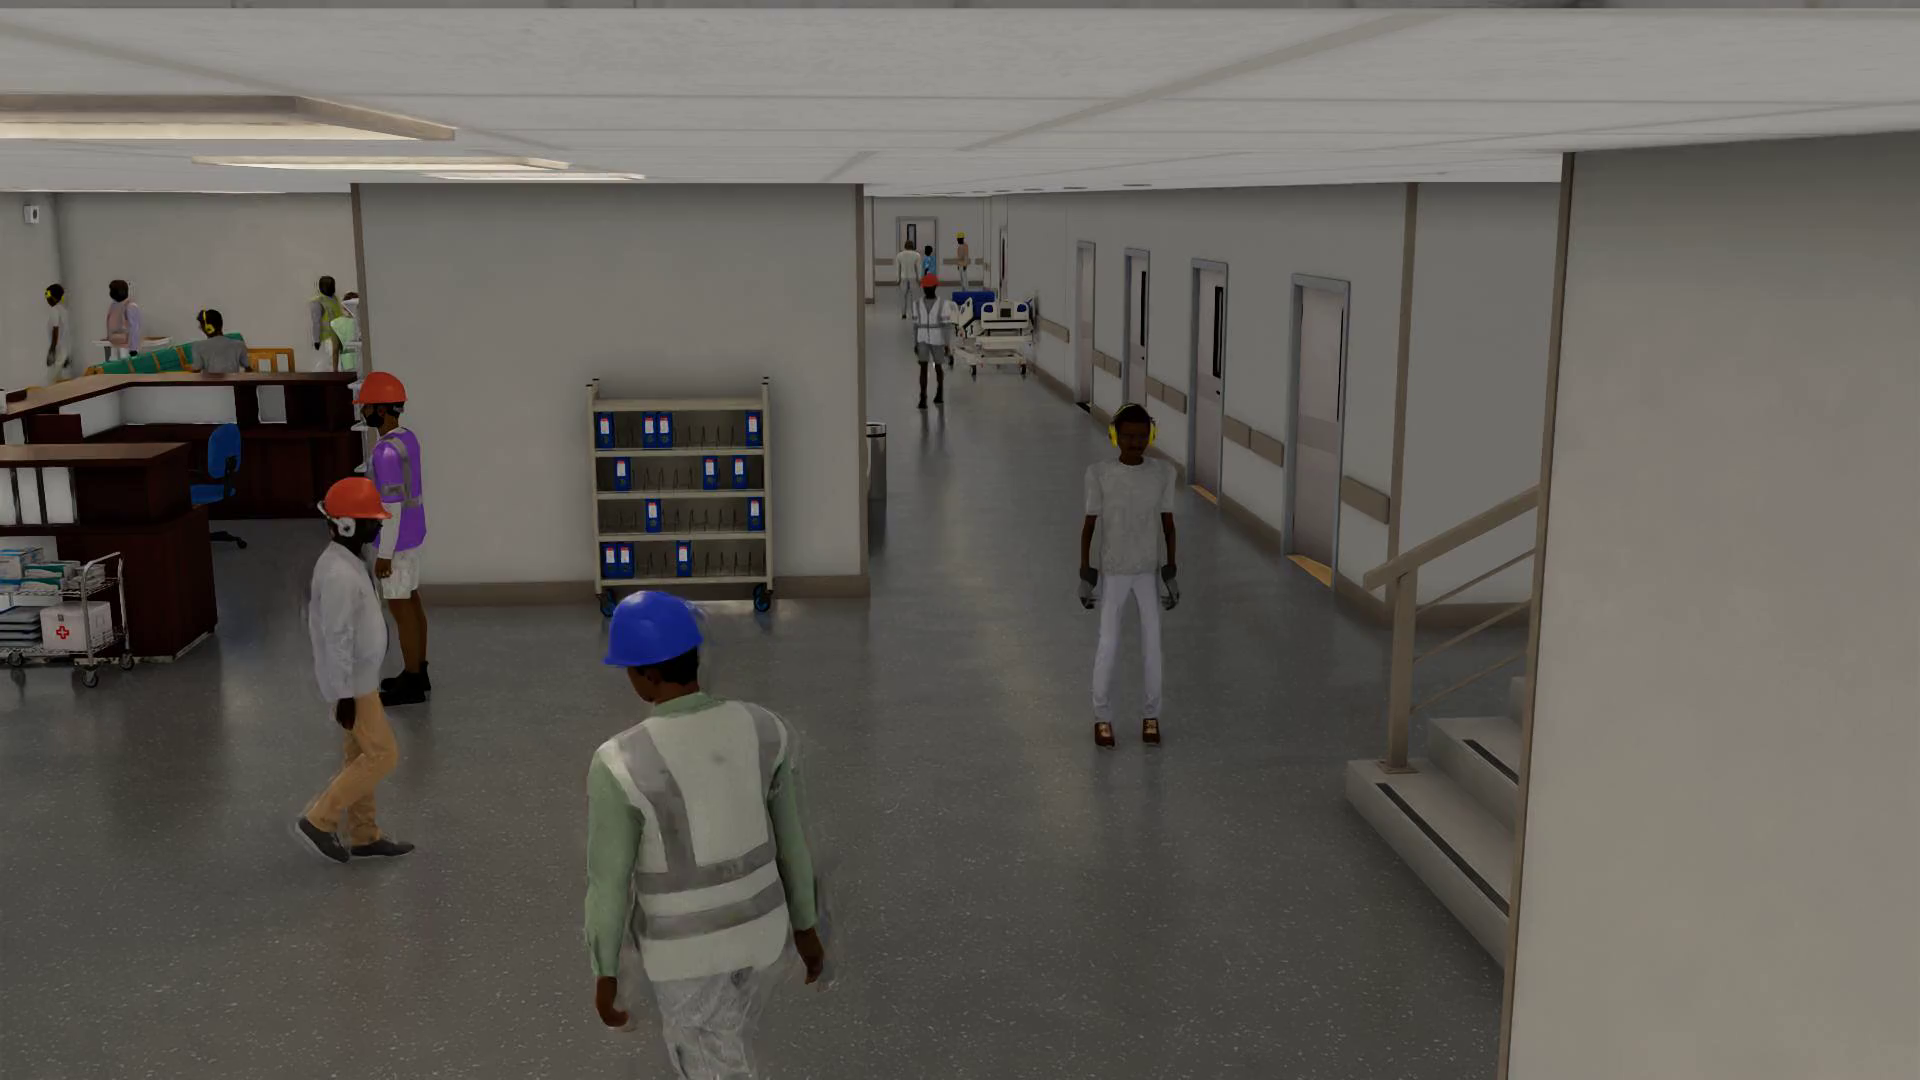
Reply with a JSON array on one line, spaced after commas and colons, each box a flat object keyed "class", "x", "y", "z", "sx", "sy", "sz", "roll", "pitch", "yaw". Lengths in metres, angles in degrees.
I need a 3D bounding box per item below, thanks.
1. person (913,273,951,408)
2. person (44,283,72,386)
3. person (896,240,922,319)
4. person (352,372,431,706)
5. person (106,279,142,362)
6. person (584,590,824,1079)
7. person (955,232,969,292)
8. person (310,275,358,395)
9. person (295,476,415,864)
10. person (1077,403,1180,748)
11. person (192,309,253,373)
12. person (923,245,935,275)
[{"class": "person", "x": -0.396, "y": -2.852, "z": 23.679, "sx": 0.559, "sy": 1.895, "sz": 0.976, "roll": 2, "pitch": 12, "yaw": 11}, {"class": "person", "x": -11.848, "y": -2.448, "z": 21.856, "sx": 0.445, "sy": 1.818, "sz": 0.577, "roll": -5, "pitch": 13, "yaw": -24}, {"class": "person", "x": -1.253, "y": -6.420, "z": 40.985, "sx": 0.636, "sy": 1.939, "sz": 0.364, "roll": 2, "pitch": 12, "yaw": 11}, {"class": "person", "x": -3.289, "y": -0.007, "z": 9.647, "sx": 0.354, "sy": 1.939, "sz": 0.545, "roll": -1, "pitch": 12, "yaw": -7}, {"class": "person", "x": -11.554, "y": -2.691, "z": 23.032, "sx": 0.654, "sy": 1.829, "sz": 0.437, "roll": 10, "pitch": 15, "yaw": 40}, {"class": "person", "x": -0.670, "y": 1.077, "z": 4.487, "sx": 1.027, "sy": 1.886, "sz": 0.650, "roll": 11, "pitch": 16, "yaw": 42}, {"class": "person", "x": 0.057, "y": -8.490, "z": 51.166, "sx": 0.399, "sy": 1.916, "sz": 0.588, "roll": -5, "pitch": 12, "yaw": -21}, {"class": "person", "x": -9.480, "y": -3.049, "z": 24.849, "sx": 0.872, "sy": 1.810, "sz": 0.628, "roll": 1, "pitch": 12, "yaw": 6}, {"class": "person", "x": -2.643, "y": 0.583, "z": 7.247, "sx": 0.419, "sy": 1.736, "sz": 0.585, "roll": -3, "pitch": 12, "yaw": -15}, {"class": "person", "x": 0.902, "y": 0.191, "z": 8.893, "sx": 0.535, "sy": 1.858, "sz": 0.361, "roll": -2, "pitch": 12, "yaw": -8}, {"class": "person", "x": -7.239, "y": -1.360, "z": 16.499, "sx": 0.734, "sy": 1.853, "sz": 0.410, "roll": -7, "pitch": 13, "yaw": -30}, {"class": "person", "x": -0.838, "y": -7.063, "z": 44.720, "sx": 0.319, "sy": 1.697, "sz": 0.532, "roll": 4, "pitch": 12, "yaw": 20}]
